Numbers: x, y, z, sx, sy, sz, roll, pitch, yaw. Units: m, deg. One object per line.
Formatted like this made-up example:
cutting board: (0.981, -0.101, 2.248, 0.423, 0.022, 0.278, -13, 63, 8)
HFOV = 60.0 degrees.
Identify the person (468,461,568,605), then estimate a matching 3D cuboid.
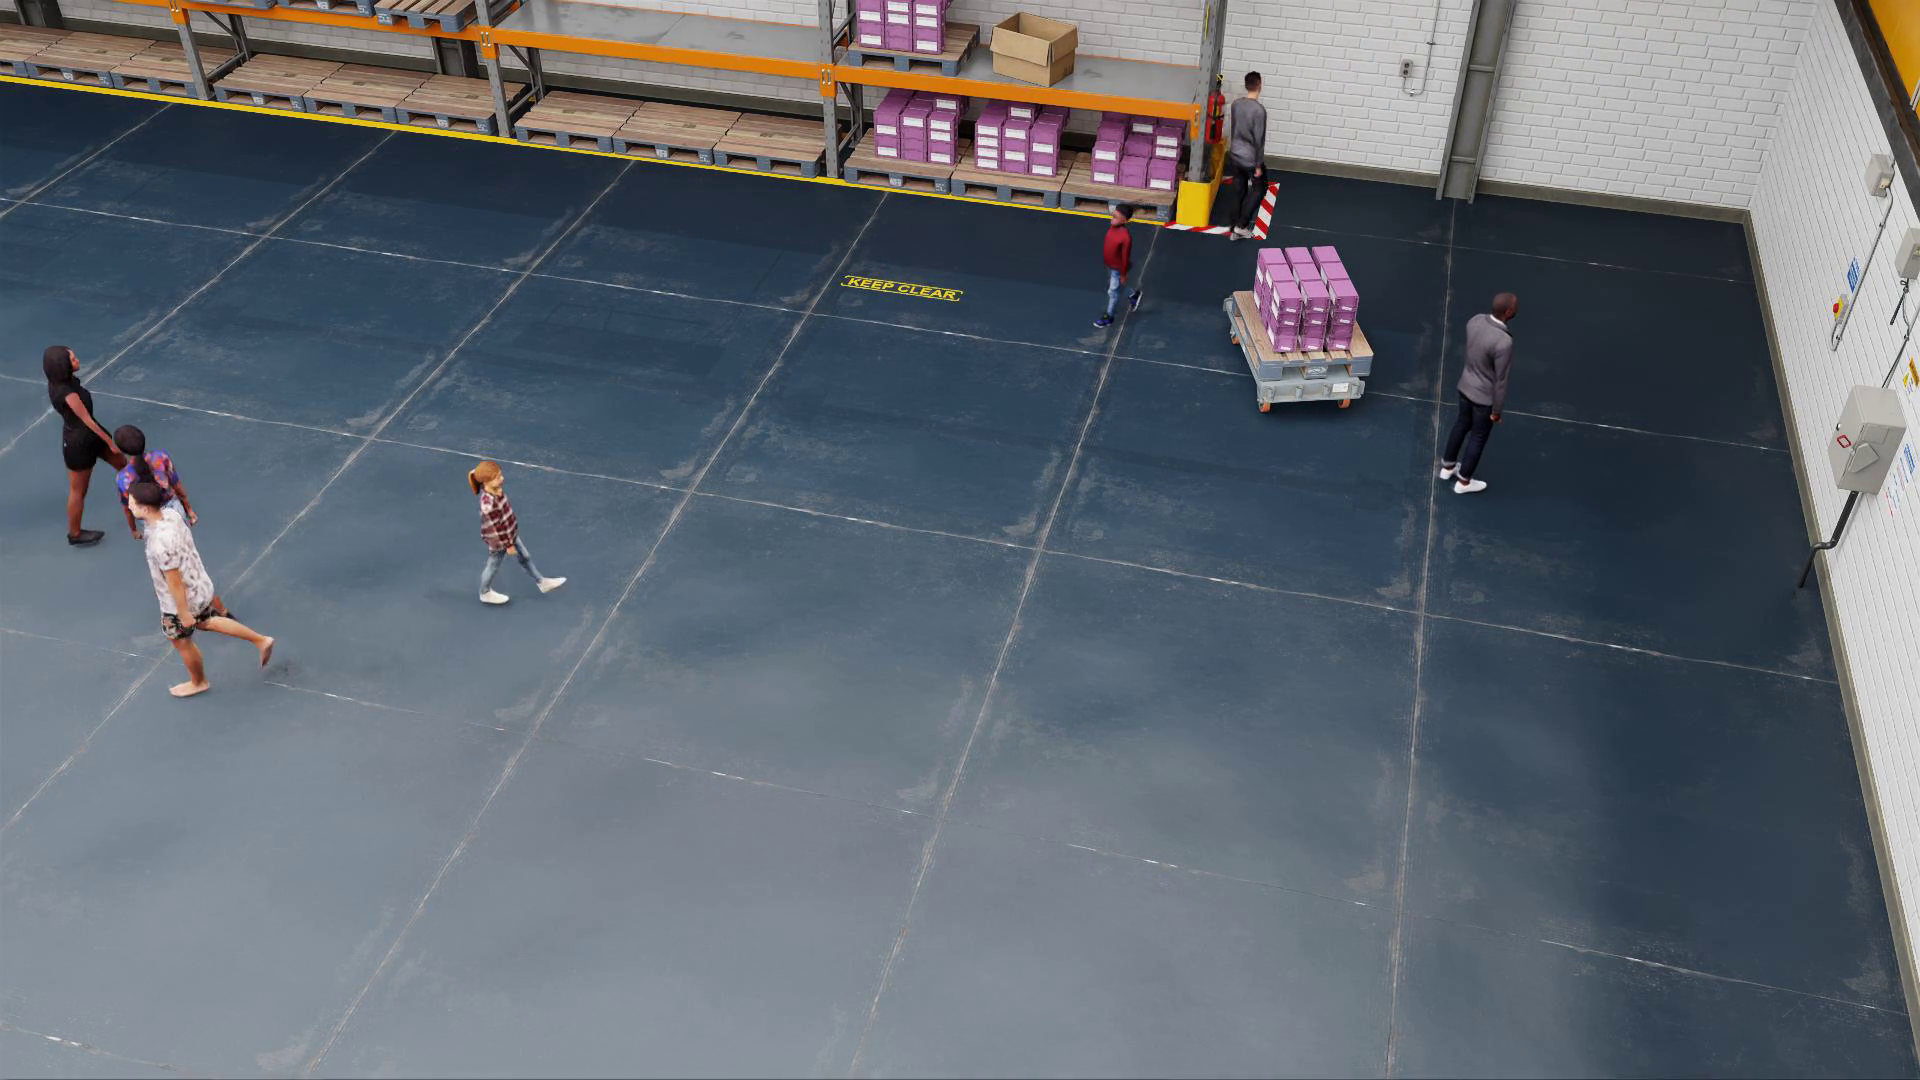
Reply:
person: (-3.512, -0.024, 12.443, 0.941, 1.270, 0.674, 0, 39, 0)

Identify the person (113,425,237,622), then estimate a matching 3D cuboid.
person: (-5.737, -0.055, 12.147, 1.249, 1.687, 0.846, 22, 44, 25)

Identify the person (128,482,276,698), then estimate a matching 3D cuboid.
person: (-5.314, 0.339, 11.569, 1.127, 1.793, 0.963, -8, 39, -10)

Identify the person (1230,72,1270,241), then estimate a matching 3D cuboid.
person: (2.845, -3.837, 16.836, 0.830, 1.747, 0.746, -25, 45, -27)

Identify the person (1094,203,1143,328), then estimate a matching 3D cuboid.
person: (1.544, -2.613, 15.707, 0.858, 1.242, 0.762, -14, 41, -17)

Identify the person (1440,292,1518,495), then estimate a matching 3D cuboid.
person: (4.198, -1.200, 13.480, 0.790, 1.814, 0.795, -11, 40, -13)

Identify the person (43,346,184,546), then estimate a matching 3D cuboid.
person: (-6.904, -0.701, 12.955, 1.195, 1.689, 1.130, -20, 43, -23)
